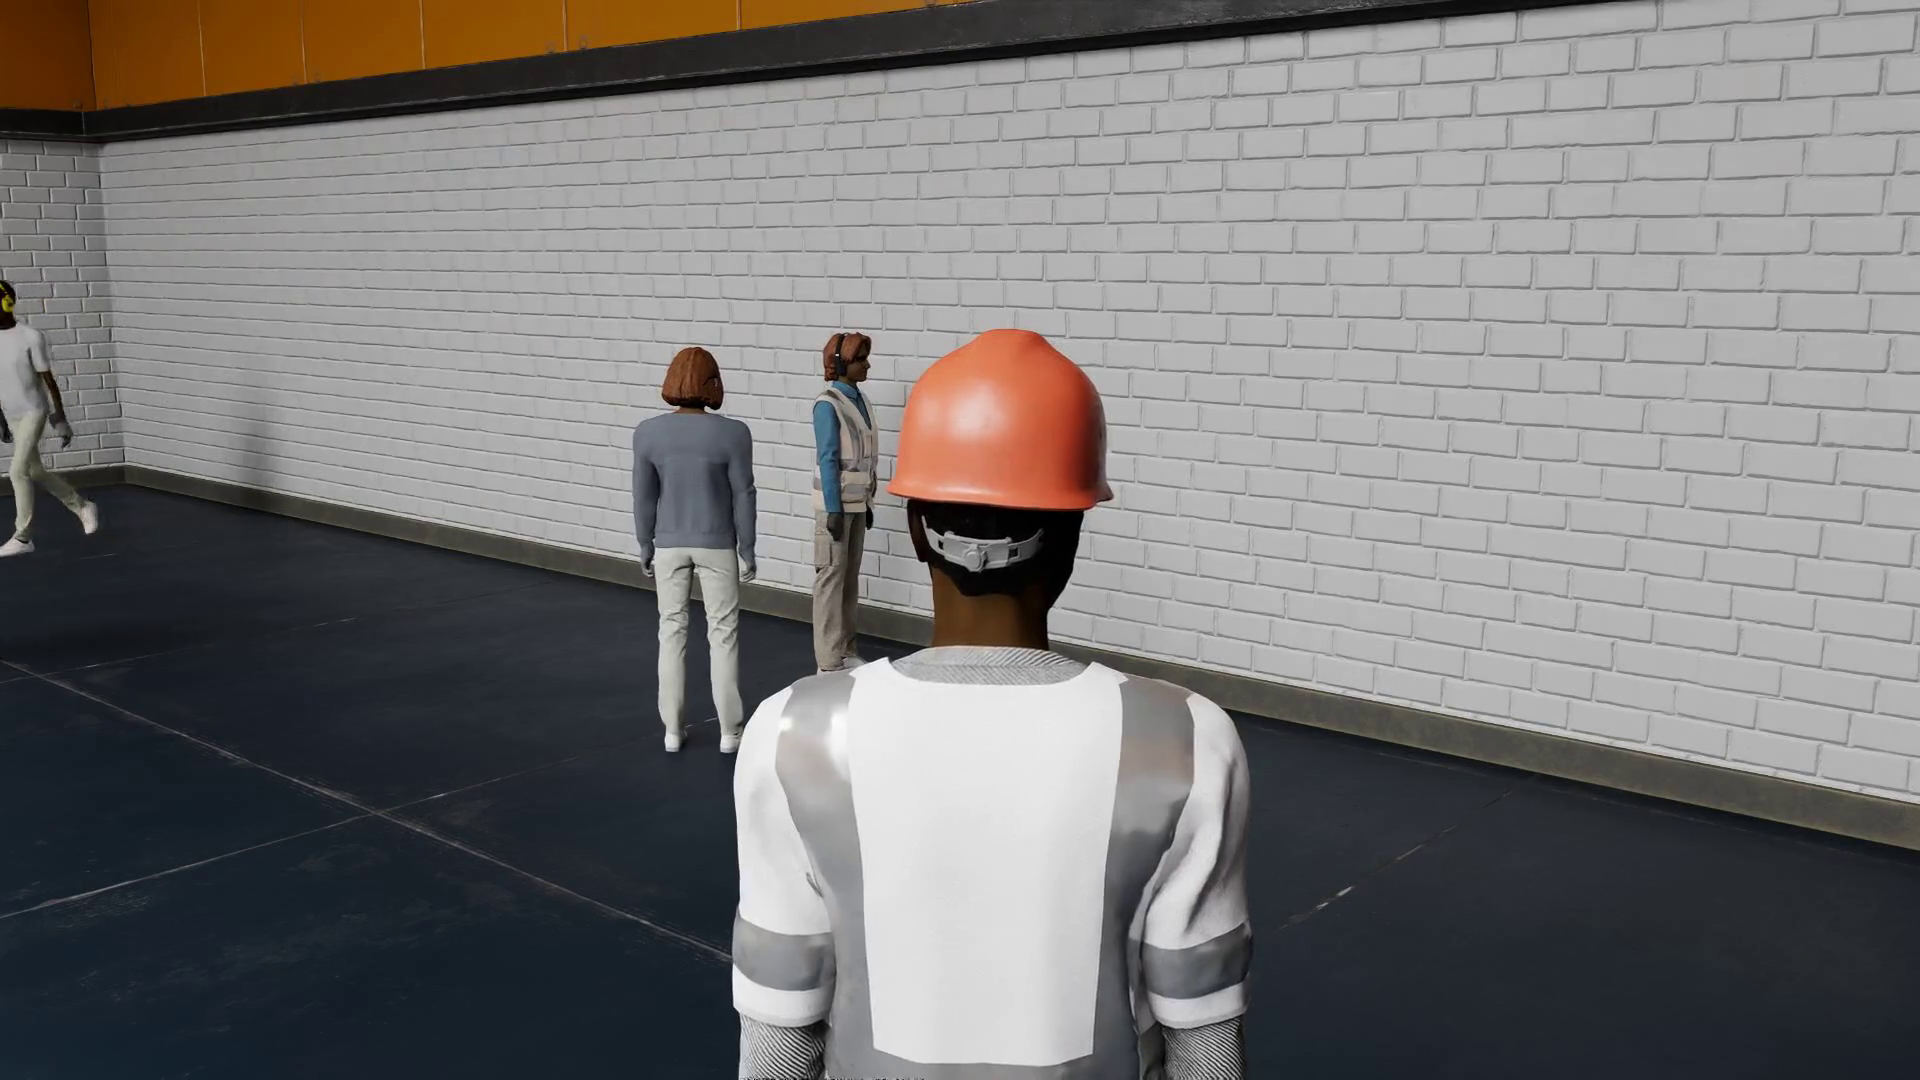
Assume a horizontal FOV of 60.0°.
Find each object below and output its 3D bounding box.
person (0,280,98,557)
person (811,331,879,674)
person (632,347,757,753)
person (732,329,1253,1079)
[{"bbox_3d":[-6.216,-0.837,11.197,0.588,1.825,0.868,4,11,22],"label":"person"},{"bbox_3d":[-0.533,-0.144,7.735,0.313,1.642,0.513,3,10,16],"label":"person"},{"bbox_3d":[-1.057,0.046,6.676,0.502,1.632,0.279,1,10,8],"label":"person"},{"bbox_3d":[0.036,0.739,1.863,0.552,1.936,0.360,0,10,3],"label":"person"}]
